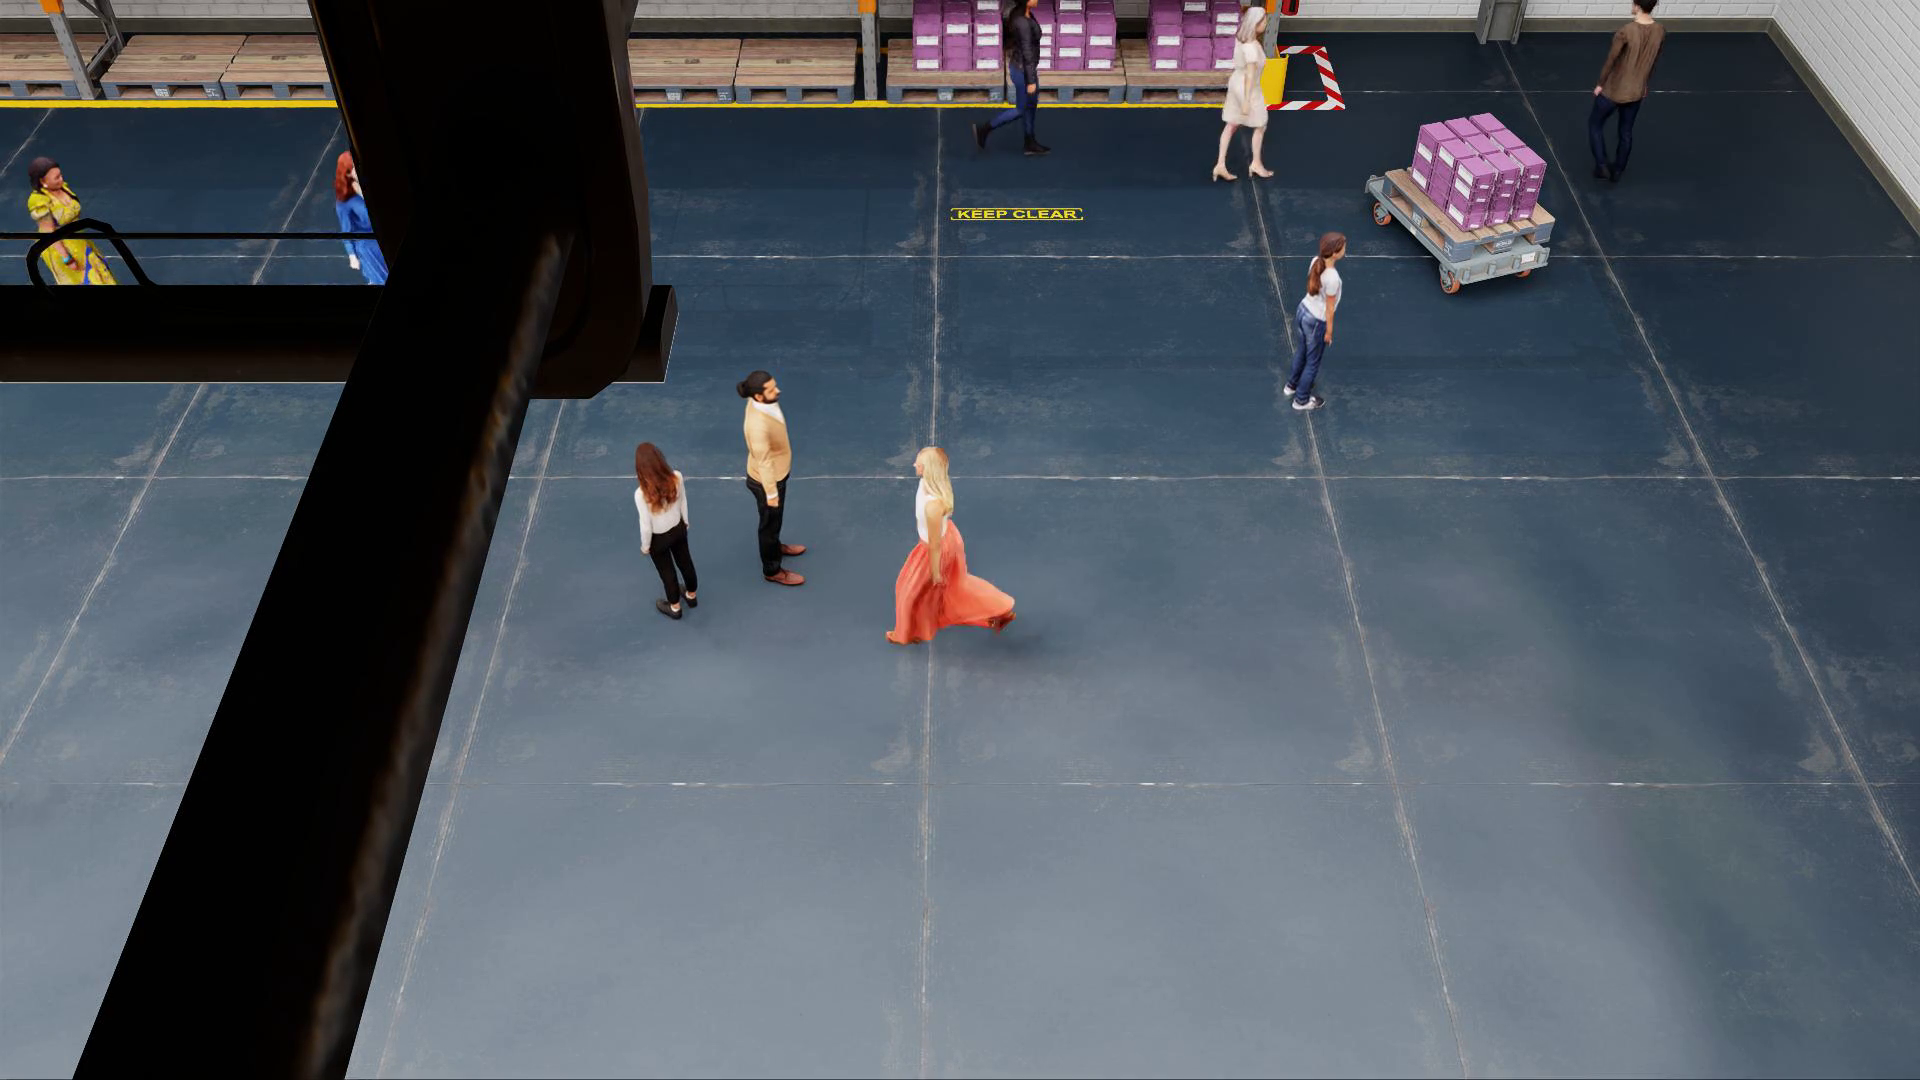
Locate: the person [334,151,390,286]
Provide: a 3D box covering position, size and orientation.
[{"bbox_3d":[-4.791,-2.351,13.441,1.210,1.783,0.957,18,47,18],"label":"person"}]

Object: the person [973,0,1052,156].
[{"bbox_3d":[0.505,-4.367,15.596,0.965,1.729,0.613,-1,44,-1],"label":"person"}]

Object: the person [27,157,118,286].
[{"bbox_3d":[-7.271,-2.370,13.558,0.711,1.649,0.811,-2,44,-2],"label":"person"}]

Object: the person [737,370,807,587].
[{"bbox_3d":[-1.314,-0.452,11.468,0.576,1.754,0.651,-1,44,-1],"label":"person"}]

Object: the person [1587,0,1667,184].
[{"bbox_3d":[6.063,-4.103,15.215,0.676,1.872,0.789,-3,44,-4],"label":"person"}]

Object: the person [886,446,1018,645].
[{"bbox_3d":[-0.058,0.074,10.899,1.146,1.778,0.700,4,44,5],"label":"person"}]

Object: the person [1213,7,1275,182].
[{"bbox_3d":[2.518,-4.060,15.280,0.858,1.719,0.693,-7,44,-8],"label":"person"}]

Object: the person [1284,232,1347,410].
[{"bbox_3d":[2.772,-1.730,12.950,0.600,1.562,0.583,-12,45,-12],"label":"person"}]

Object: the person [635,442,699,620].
[{"bbox_3d":[-1.982,-0.057,11.250,0.601,1.483,0.665,-33,53,-30],"label":"person"}]
